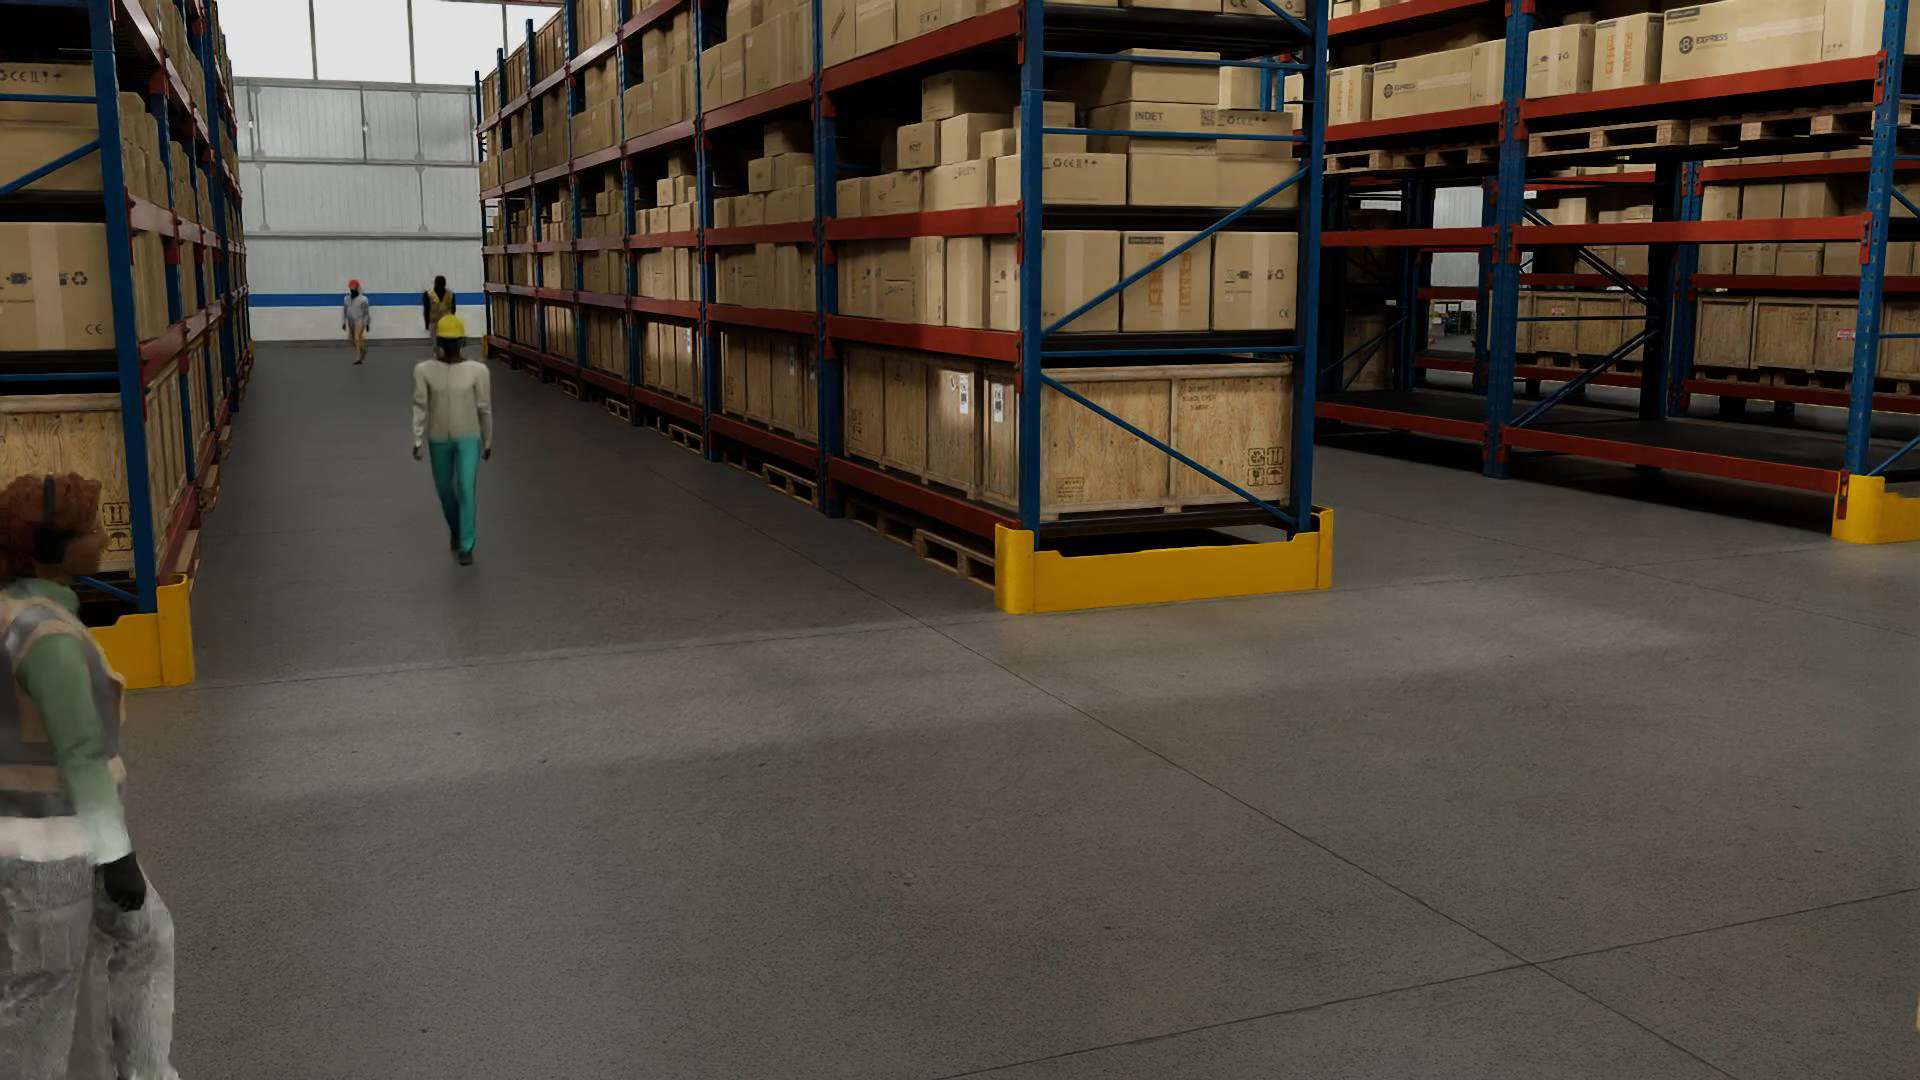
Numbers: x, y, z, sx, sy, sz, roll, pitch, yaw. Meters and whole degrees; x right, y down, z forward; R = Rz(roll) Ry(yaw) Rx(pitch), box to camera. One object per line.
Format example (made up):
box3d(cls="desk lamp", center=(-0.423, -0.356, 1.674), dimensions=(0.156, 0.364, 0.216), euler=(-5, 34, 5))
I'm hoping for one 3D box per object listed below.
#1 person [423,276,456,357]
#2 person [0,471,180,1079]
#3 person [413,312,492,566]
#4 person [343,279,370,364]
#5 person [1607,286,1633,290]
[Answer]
box3d(cls="person", center=(-10.208, -4.277, 32.715), dimensions=(0.648, 1.805, 0.902), euler=(-5, 11, -27))
box3d(cls="person", center=(-1.915, 0.653, 3.727), dimensions=(0.649, 1.615, 0.541), euler=(-6, 11, -31))
box3d(cls="person", center=(-3.531, -0.730, 11.650), dimensions=(0.526, 1.740, 0.769), euler=(-1, 10, -8))
box3d(cls="person", center=(-12.319, -4.464, 34.002), dimensions=(0.575, 1.737, 0.488), euler=(2, 10, 14))
box3d(cls="person", center=(13.734, -4.664, 34.587), dimensions=(0.401, 1.945, 0.614), euler=(-8, 12, -40))
